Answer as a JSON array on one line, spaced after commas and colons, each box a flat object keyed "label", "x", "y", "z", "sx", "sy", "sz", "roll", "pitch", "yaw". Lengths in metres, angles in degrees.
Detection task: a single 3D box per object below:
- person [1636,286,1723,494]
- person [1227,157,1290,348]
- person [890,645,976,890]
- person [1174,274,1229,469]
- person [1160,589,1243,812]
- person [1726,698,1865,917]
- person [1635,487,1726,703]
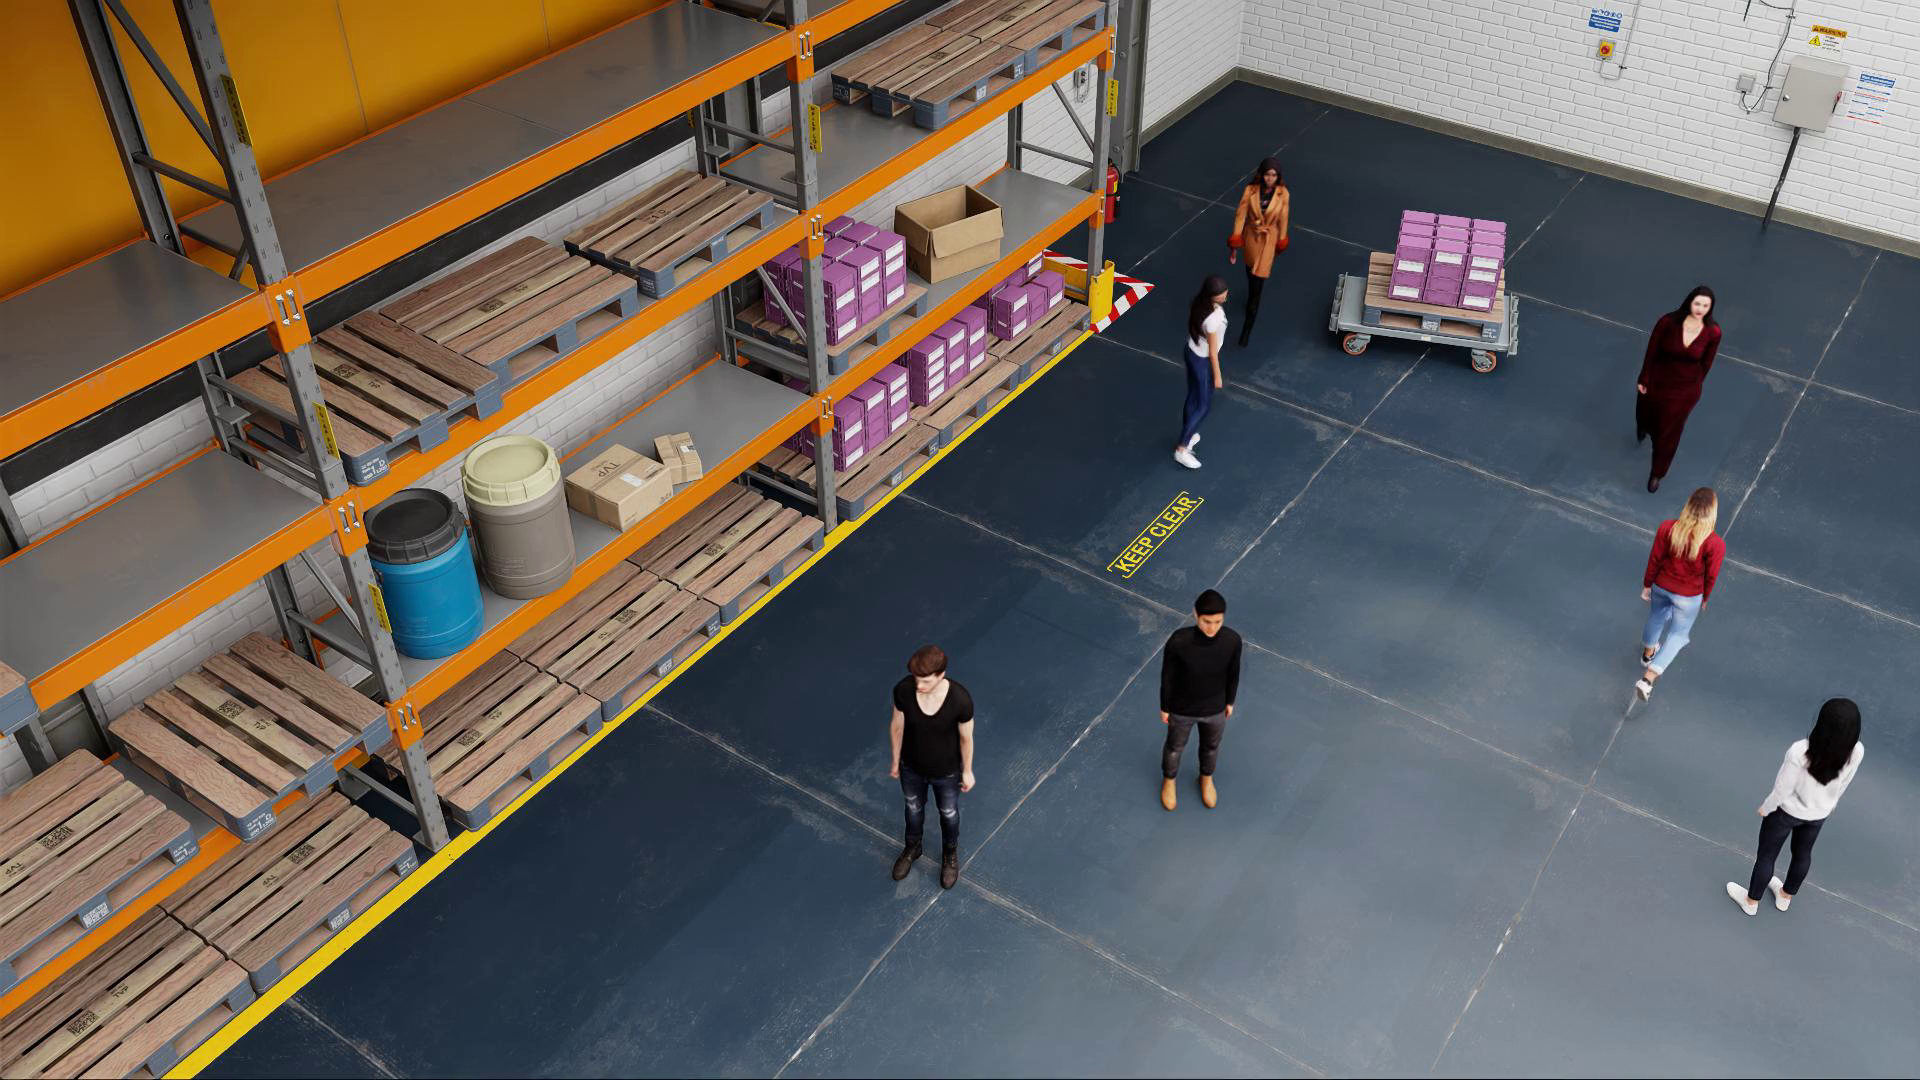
[{"label": "person", "x": 5.684, "y": -1.295, "z": 13.334, "sx": 0.778, "sy": 1.717, "sz": 1.138, "roll": 17, "pitch": 42, "yaw": 20}, {"label": "person", "x": 2.715, "y": -2.701, "z": 15.141, "sx": 0.915, "sy": 1.660, "sz": 1.294, "roll": 12, "pitch": 40, "yaw": 15}, {"label": "person", "x": -0.166, "y": 1.312, "z": 9.929, "sx": 0.742, "sy": 1.893, "sz": 0.697, "roll": 9, "pitch": 40, "yaw": 11}, {"label": "person", "x": 1.940, "y": -1.454, "z": 13.504, "sx": 0.863, "sy": 1.755, "sz": 0.796, "roll": -15, "pitch": 41, "yaw": -18}, {"label": "person", "x": 1.498, "y": 0.994, "z": 10.466, "sx": 0.723, "sy": 1.720, "sz": 0.746, "roll": -1, "pitch": 39, "yaw": -1}, {"label": "person", "x": 4.934, "y": 1.572, "z": 9.759, "sx": 0.695, "sy": 1.700, "sz": 0.744, "roll": -4, "pitch": 39, "yaw": -5}, {"label": "person", "x": 4.857, "y": 0.380, "z": 11.322, "sx": 0.676, "sy": 1.611, "sz": 1.011, "roll": 29, "pitch": 47, "yaw": 31}]
